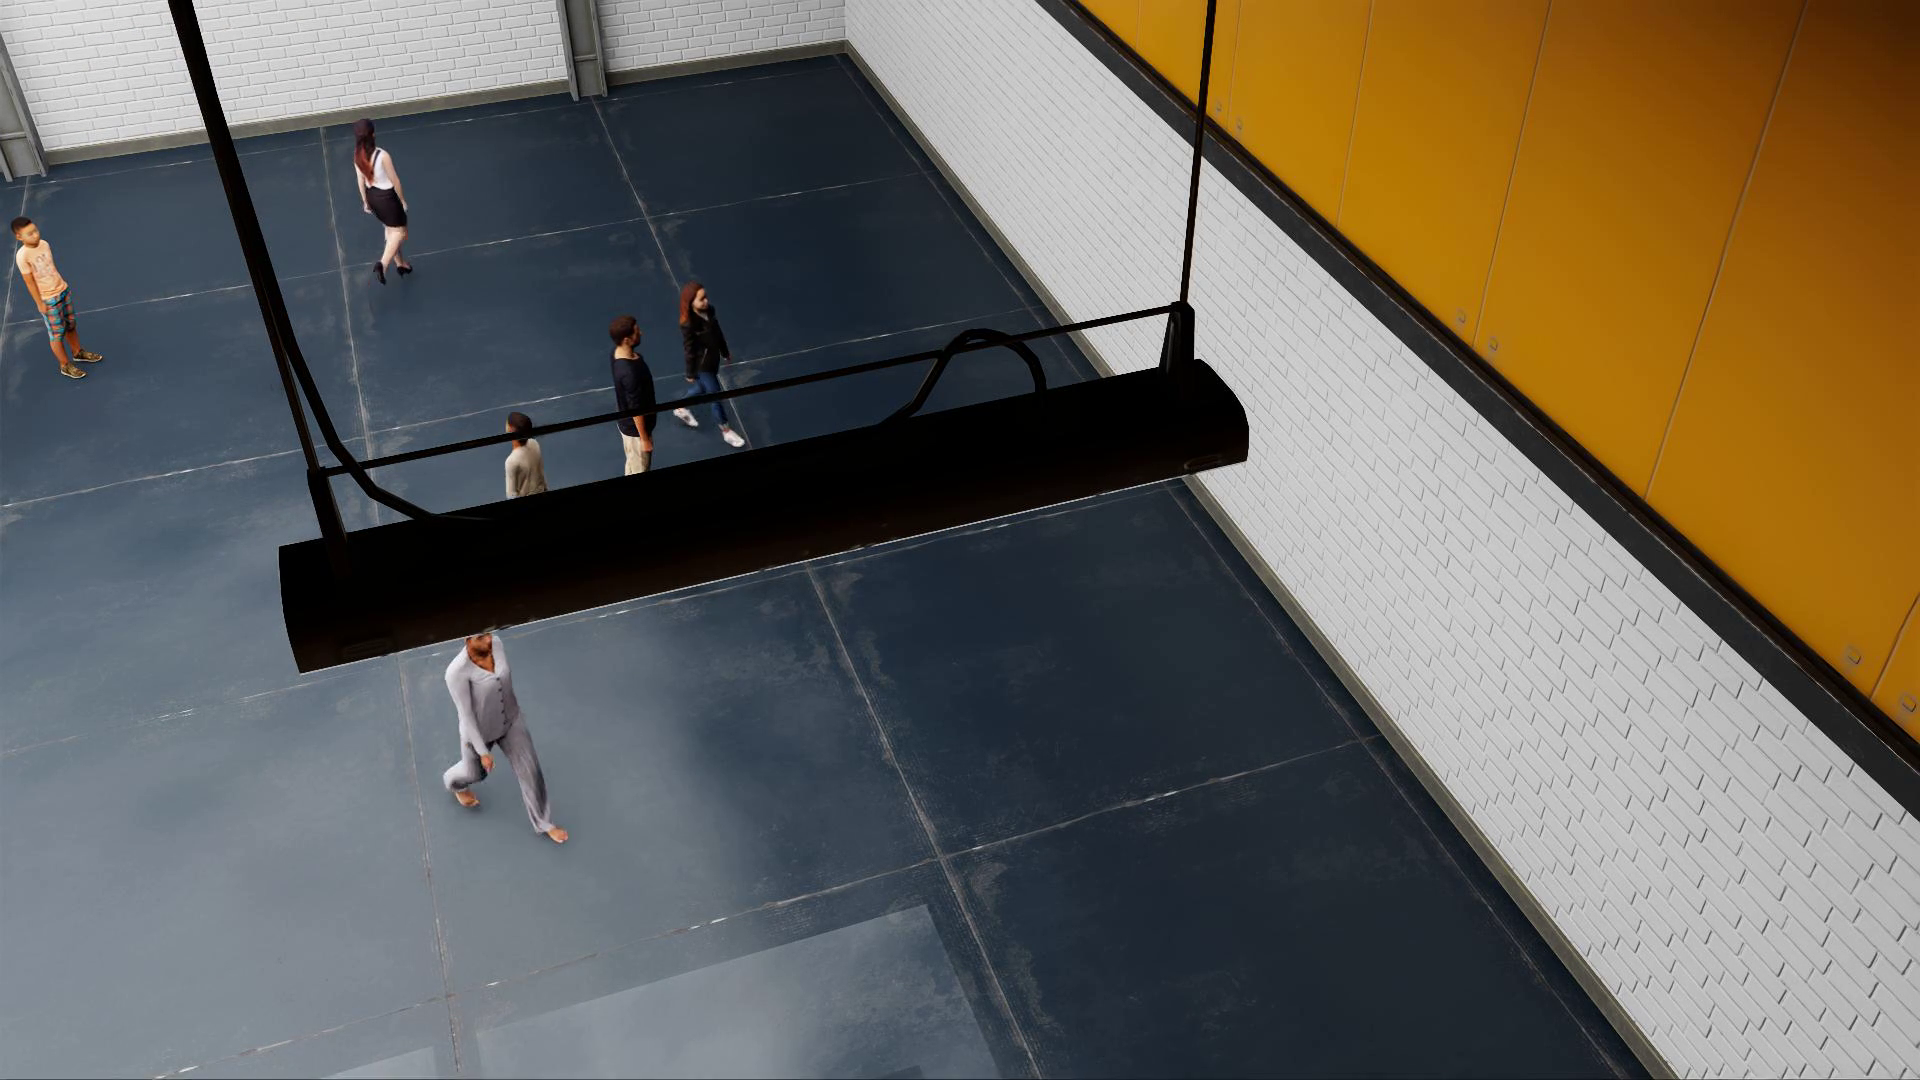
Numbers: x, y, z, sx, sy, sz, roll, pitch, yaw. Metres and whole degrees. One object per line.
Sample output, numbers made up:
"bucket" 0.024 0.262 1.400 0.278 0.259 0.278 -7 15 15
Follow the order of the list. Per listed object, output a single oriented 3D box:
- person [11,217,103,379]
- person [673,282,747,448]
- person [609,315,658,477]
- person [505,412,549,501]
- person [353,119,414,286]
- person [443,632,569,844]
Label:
"person" -7.843 -2.115 14.332 0.623 1.461 0.601 6 39 7
"person" -2.130 -1.465 13.523 1.012 1.456 0.929 14 41 17
"person" -2.433 -0.857 12.445 0.540 1.851 0.630 -12 40 -15
"person" -3.038 -0.251 12.013 0.996 1.443 0.845 7 39 9
"person" -5.362 -3.068 15.390 0.900 1.631 0.908 10 40 12
"person" -2.925 1.107 10.107 1.112 1.700 1.177 24 45 27
